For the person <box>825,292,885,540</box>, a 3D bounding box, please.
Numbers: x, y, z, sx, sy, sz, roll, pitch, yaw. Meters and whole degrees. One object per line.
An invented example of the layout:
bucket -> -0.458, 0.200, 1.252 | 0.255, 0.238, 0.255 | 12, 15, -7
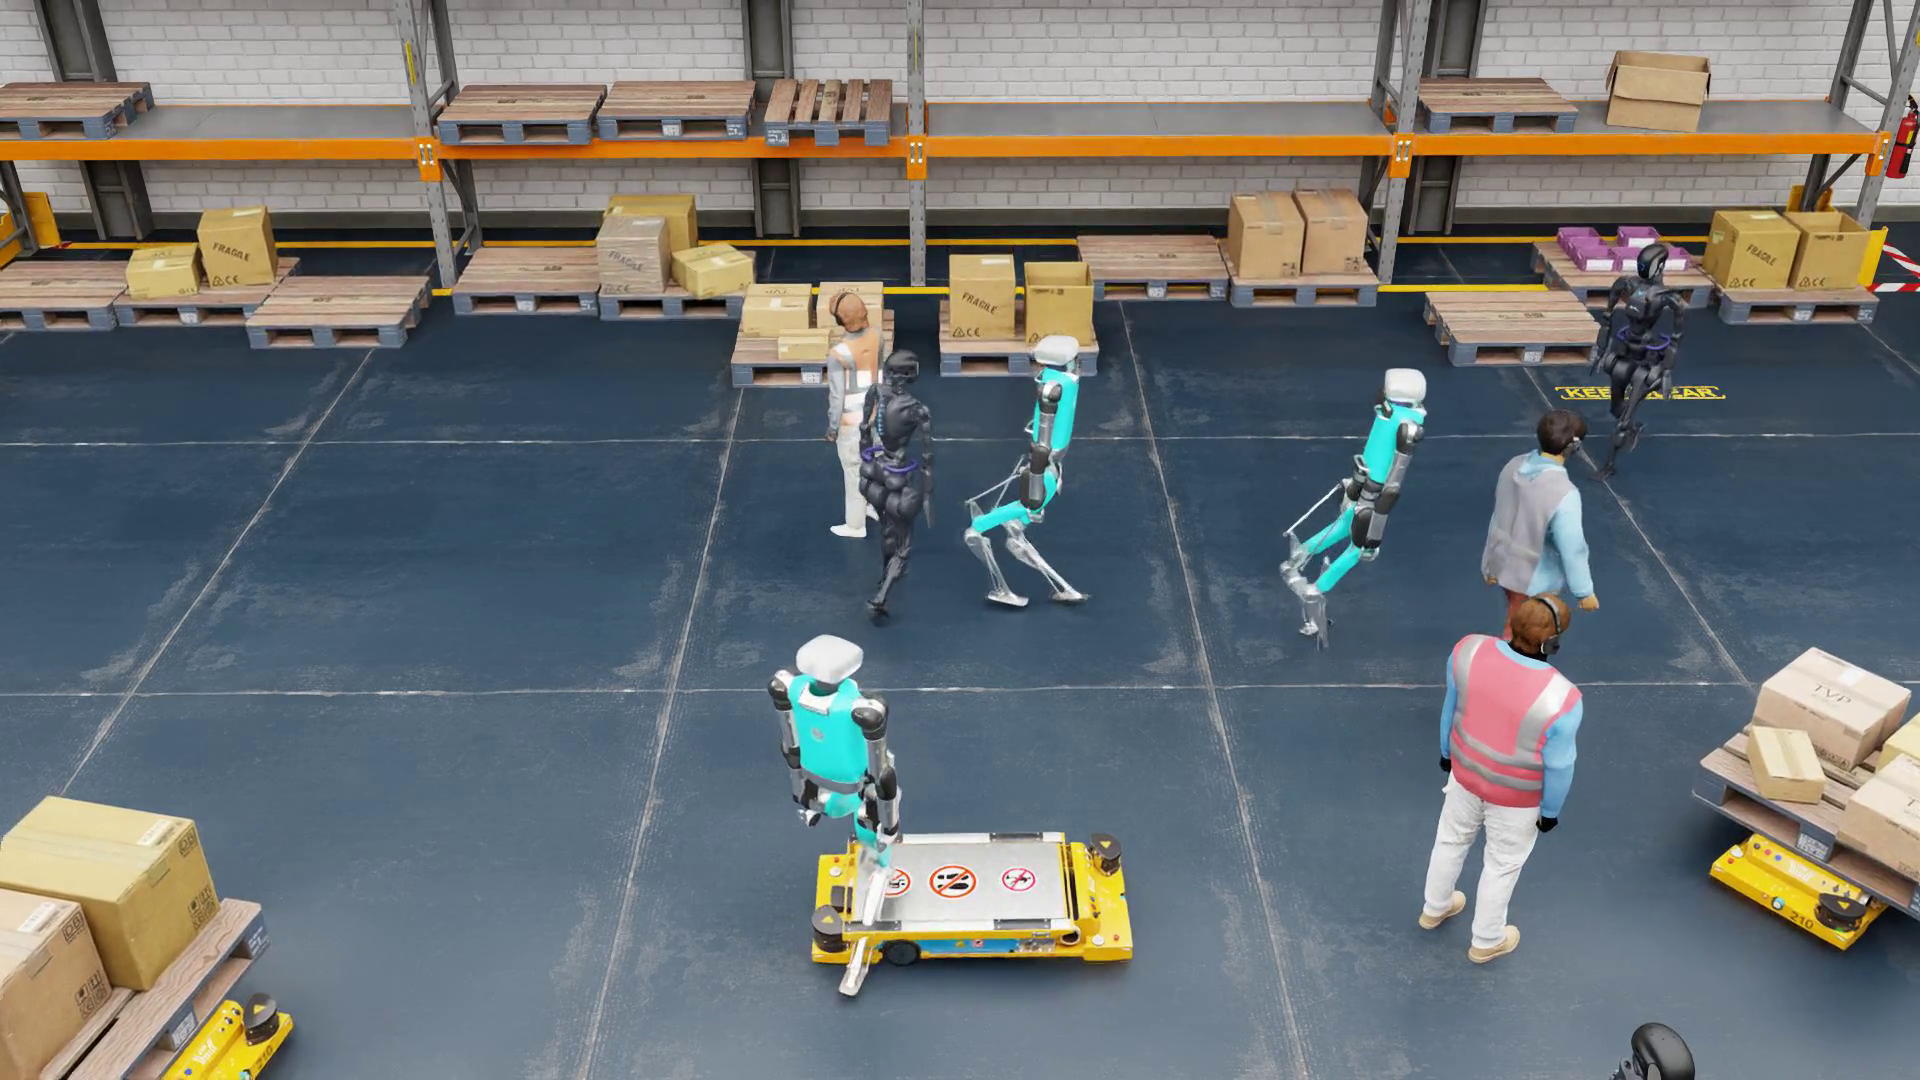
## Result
person -> -0.644, -0.773, 10.367 | 0.310, 1.638, 0.512 | 20, 36, 29

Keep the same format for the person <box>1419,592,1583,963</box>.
person -> 2.344, 1.022, 7.198 | 0.431, 1.836, 0.628 | -23, 38, -33

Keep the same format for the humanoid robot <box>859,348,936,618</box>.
humanoid robot -> -0.435, -0.329, 9.607 | 0.610, 1.637, 0.568 | 25, 39, 36

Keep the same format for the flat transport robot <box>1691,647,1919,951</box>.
flat transport robot -> 4.316, 1.422, 8.043 | 1.431, 0.231, 0.659 | -23, 38, -33

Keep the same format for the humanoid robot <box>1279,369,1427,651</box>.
humanoid robot -> 2.076, -0.071, 9.197 | 0.772, 1.867, 0.541 | 0, 31, -1

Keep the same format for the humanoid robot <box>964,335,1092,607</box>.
humanoid robot -> 0.368, -0.362, 9.568 | 0.897, 1.743, 0.559 | 9, 32, 15

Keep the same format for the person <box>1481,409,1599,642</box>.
person -> 2.995, 0.177, 8.588 | 0.797, 1.843, 0.560 | -7, 32, -12

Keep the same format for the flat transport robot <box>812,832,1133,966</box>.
flat transport robot -> 0.050, 1.649, 7.665 | 1.431, 0.231, 0.659 | -1, 31, -1

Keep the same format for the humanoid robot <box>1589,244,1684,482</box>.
humanoid robot -> 4.565, -1.224, 11.115 | 0.718, 1.629, 0.612 | -23, 38, -33

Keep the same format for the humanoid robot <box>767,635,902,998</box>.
humanoid robot -> -0.406, 1.065, 7.235 | 0.530, 1.770, 0.944 | 15, 34, 23

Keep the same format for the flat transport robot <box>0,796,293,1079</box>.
flat transport robot -> -3.612, 2.094, 6.925 | 1.431, 0.231, 0.659 | 7, 32, 11

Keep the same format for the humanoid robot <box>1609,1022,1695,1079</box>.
humanoid robot -> 2.110, 2.182, 5.397 | 0.599, 1.657, 0.315 | -10, 33, -17
